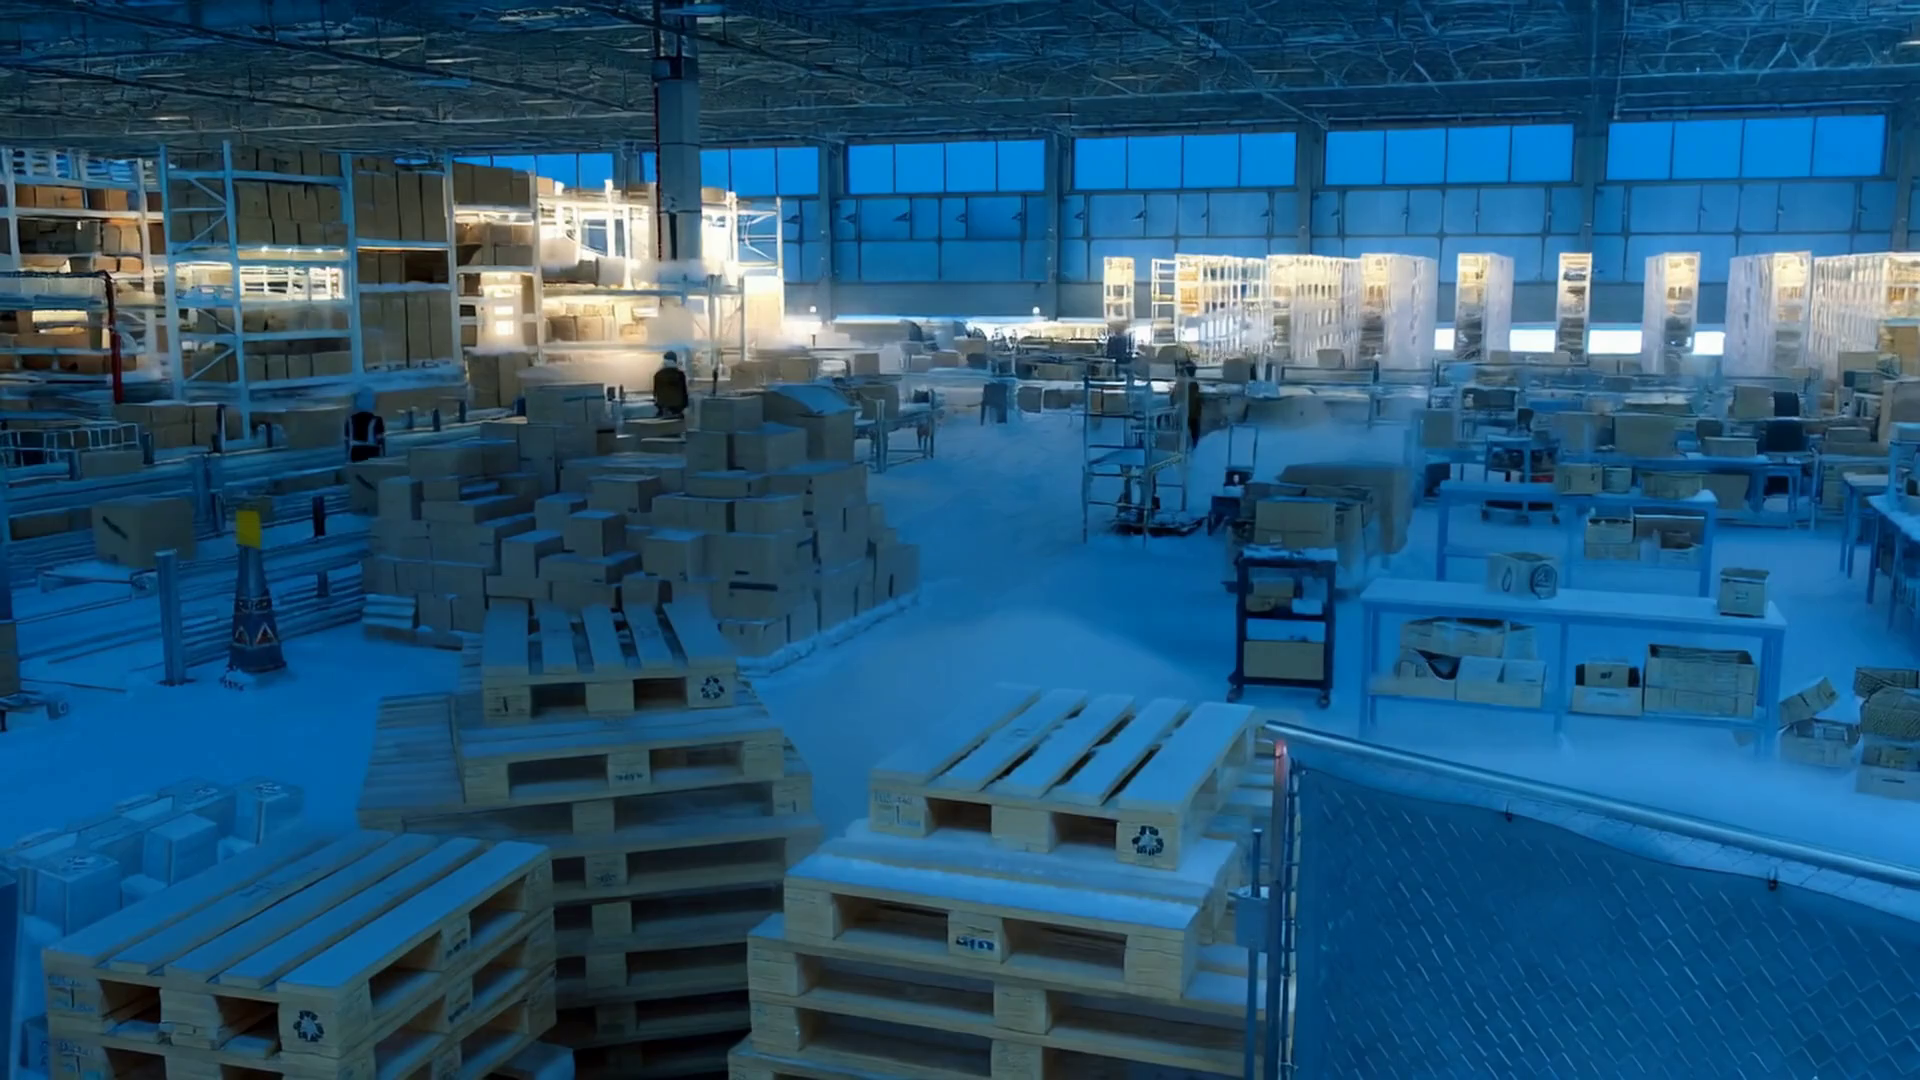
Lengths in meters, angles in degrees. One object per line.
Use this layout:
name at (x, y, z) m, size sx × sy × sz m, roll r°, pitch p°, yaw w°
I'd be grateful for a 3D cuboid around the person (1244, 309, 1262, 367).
person at (9.193, -6.343, 52.825) m, size 0.955 × 1.955 × 0.616 m, roll 0°, pitch 9°, yaw 2°

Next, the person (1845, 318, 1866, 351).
person at (25.118, -5.305, 46.626) m, size 0.566 × 1.850 × 0.389 m, roll 4°, pitch 10°, yaw 26°

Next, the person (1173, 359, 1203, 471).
person at (3.483, -1.896, 25.537) m, size 0.525 × 1.754 × 0.423 m, roll 7°, pitch 12°, yaw 38°

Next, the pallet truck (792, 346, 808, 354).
pallet truck at (-3.705, -4.298, 42.022) m, size 0.653 × 1.274 × 1.630 m, roll 3°, pitch 10°, yaw 20°

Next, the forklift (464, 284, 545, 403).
forklift at (-10.832, -4.702, 39.610) m, size 1.129 × 2.768 × 1.873 m, roll 3°, pitch 10°, yaw 20°

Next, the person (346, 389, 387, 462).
person at (-7.085, -0.949, 19.767) m, size 0.538 × 1.681 × 0.469 m, roll 4°, pitch 10°, yaw 22°

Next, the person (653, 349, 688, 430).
person at (-4.746, -2.224, 27.364) m, size 0.618 × 1.818 × 0.431 m, roll 4°, pitch 10°, yaw 21°

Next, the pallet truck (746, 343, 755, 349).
pallet truck at (-6.183, -4.618, 44.264) m, size 1.601 × 1.201 × 0.680 m, roll -9°, pitch 12°, yaw -43°
